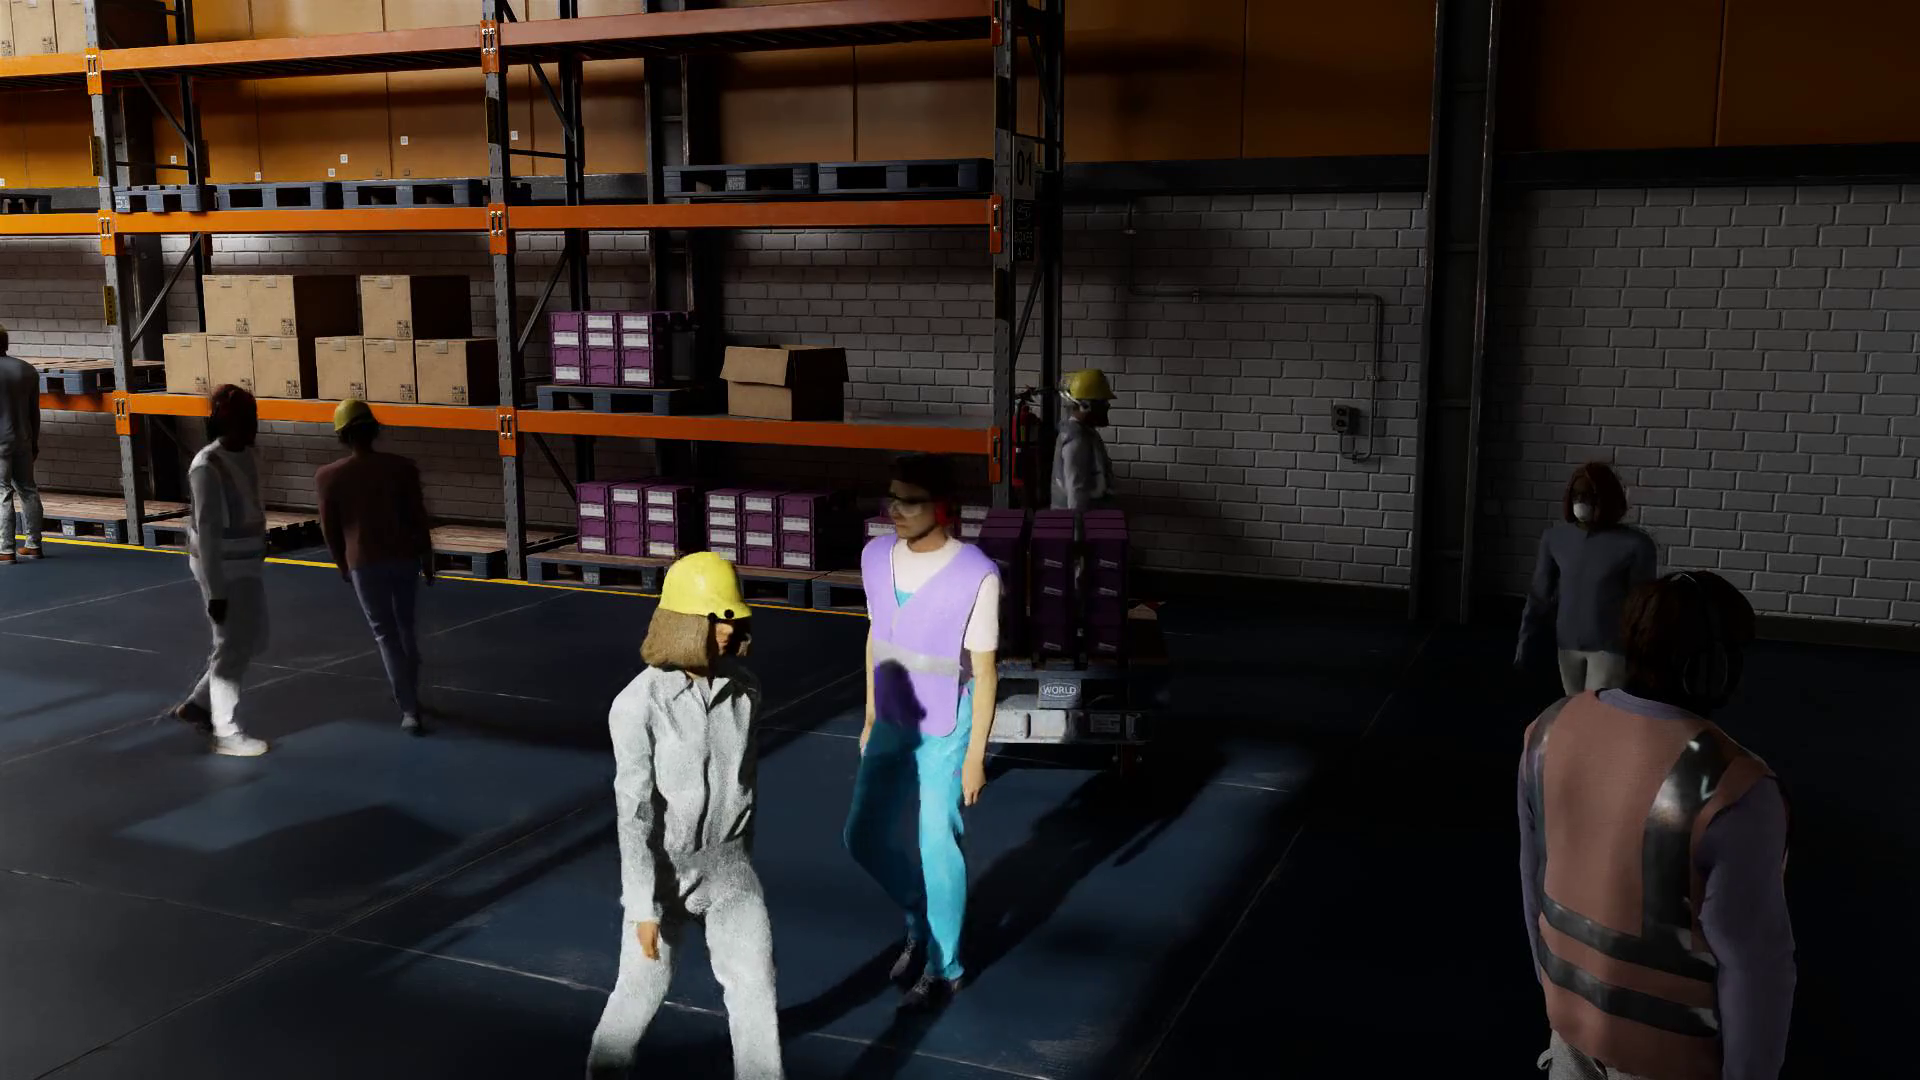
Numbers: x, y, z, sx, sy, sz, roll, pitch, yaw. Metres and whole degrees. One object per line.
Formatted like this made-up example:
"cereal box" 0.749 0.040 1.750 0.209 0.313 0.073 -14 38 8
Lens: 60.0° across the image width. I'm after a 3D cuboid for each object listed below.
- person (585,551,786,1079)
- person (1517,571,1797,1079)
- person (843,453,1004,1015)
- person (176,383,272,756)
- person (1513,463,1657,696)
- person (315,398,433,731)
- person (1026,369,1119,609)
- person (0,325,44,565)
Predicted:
"person" -0.716 0.854 4.342 0.490 1.699 0.888 -9 13 -43
"person" 1.370 0.967 3.277 0.429 1.844 0.625 -4 10 -22
"person" -0.120 0.622 5.367 0.602 1.830 0.448 9 13 42
"person" -3.606 0.158 8.091 0.614 1.853 0.632 0 9 2
"person" 2.576 0.479 6.917 0.827 1.589 0.522 -8 12 -39
"person" -3.046 0.128 8.686 0.523 1.703 0.892 -7 12 -36
"person" 0.650 -0.117 9.892 0.700 1.811 0.588 2 10 9
"person" -7.693 -0.770 13.390 0.372 1.940 0.630 4 10 21
